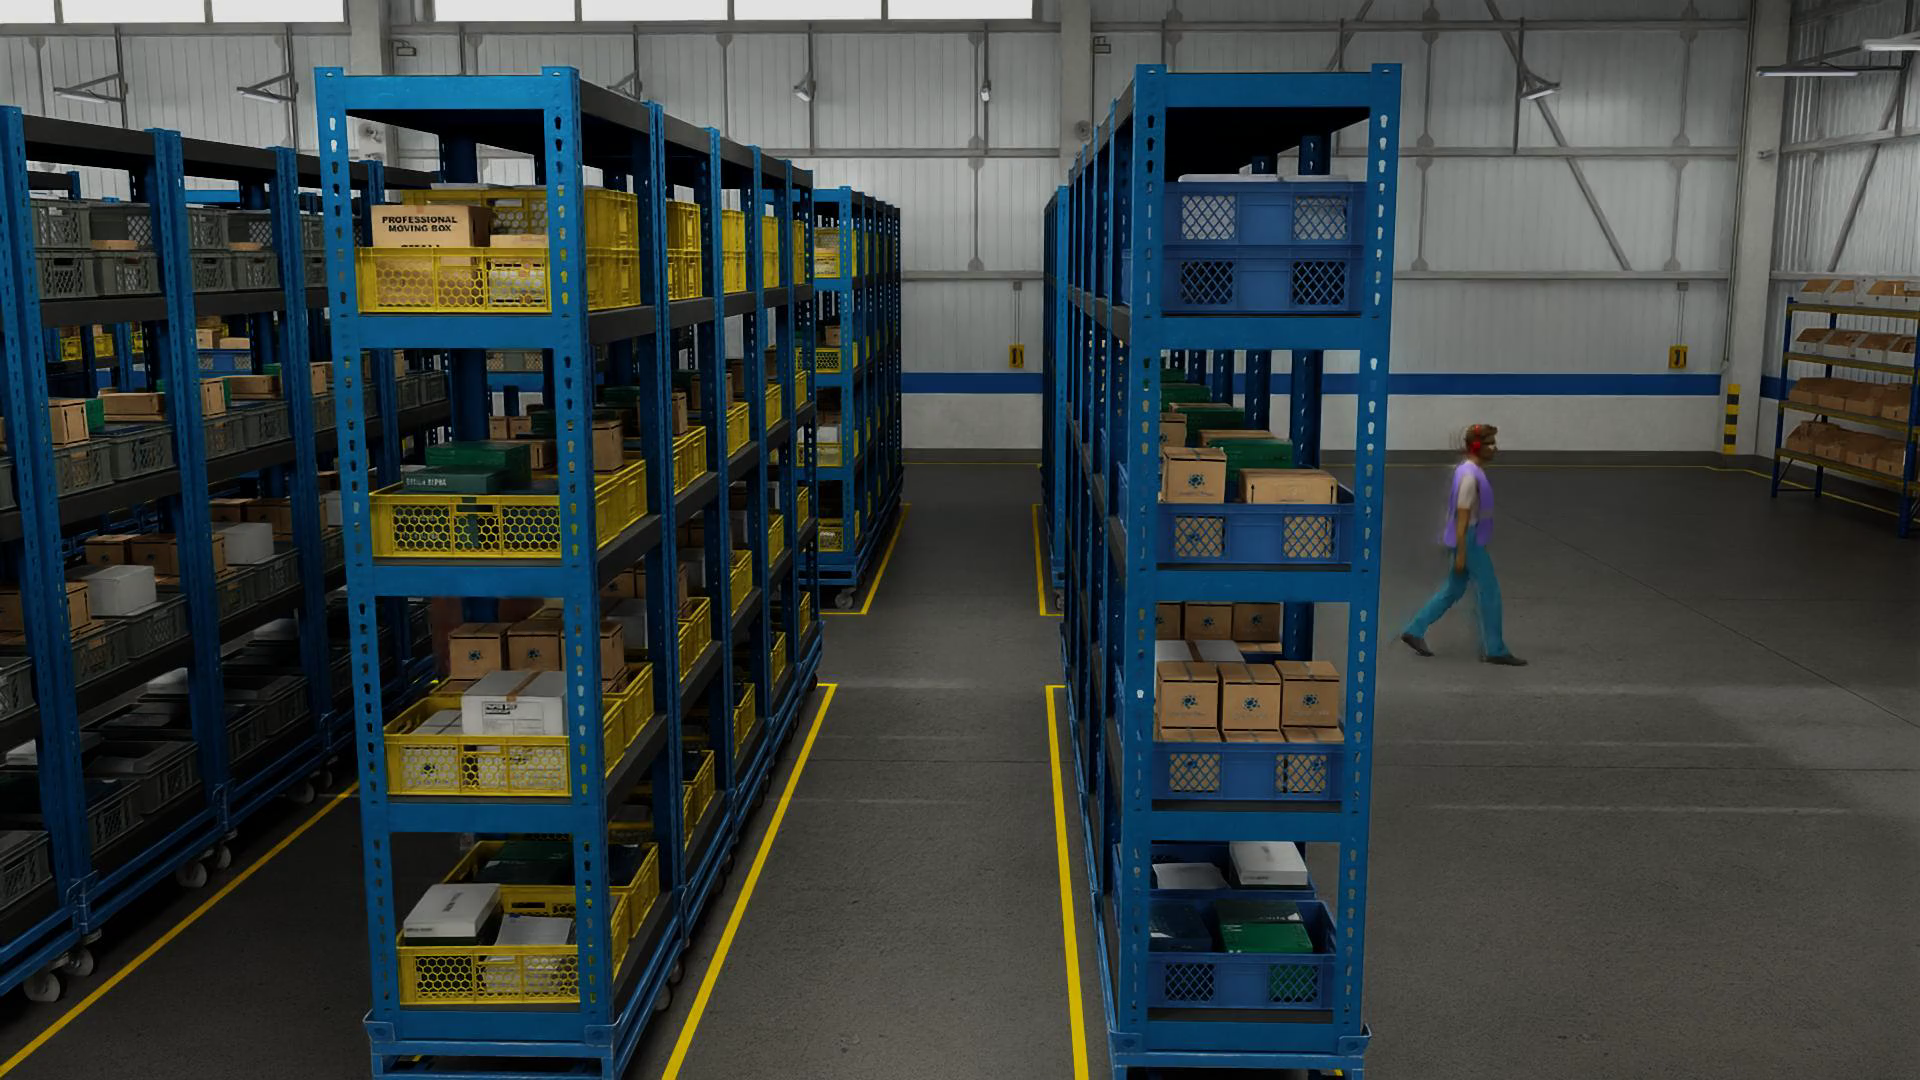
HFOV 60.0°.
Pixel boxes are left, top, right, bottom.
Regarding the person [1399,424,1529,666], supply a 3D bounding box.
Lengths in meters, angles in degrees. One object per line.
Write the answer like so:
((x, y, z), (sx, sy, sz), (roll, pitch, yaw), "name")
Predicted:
((3.773, 0.024, 12.424), (0.920, 1.808, 0.580), (3, 10, 18), "person")

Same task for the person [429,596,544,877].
((-2.360, 0.628, 8.443), (0.605, 1.963, 0.943), (0, 10, -1), "person")
